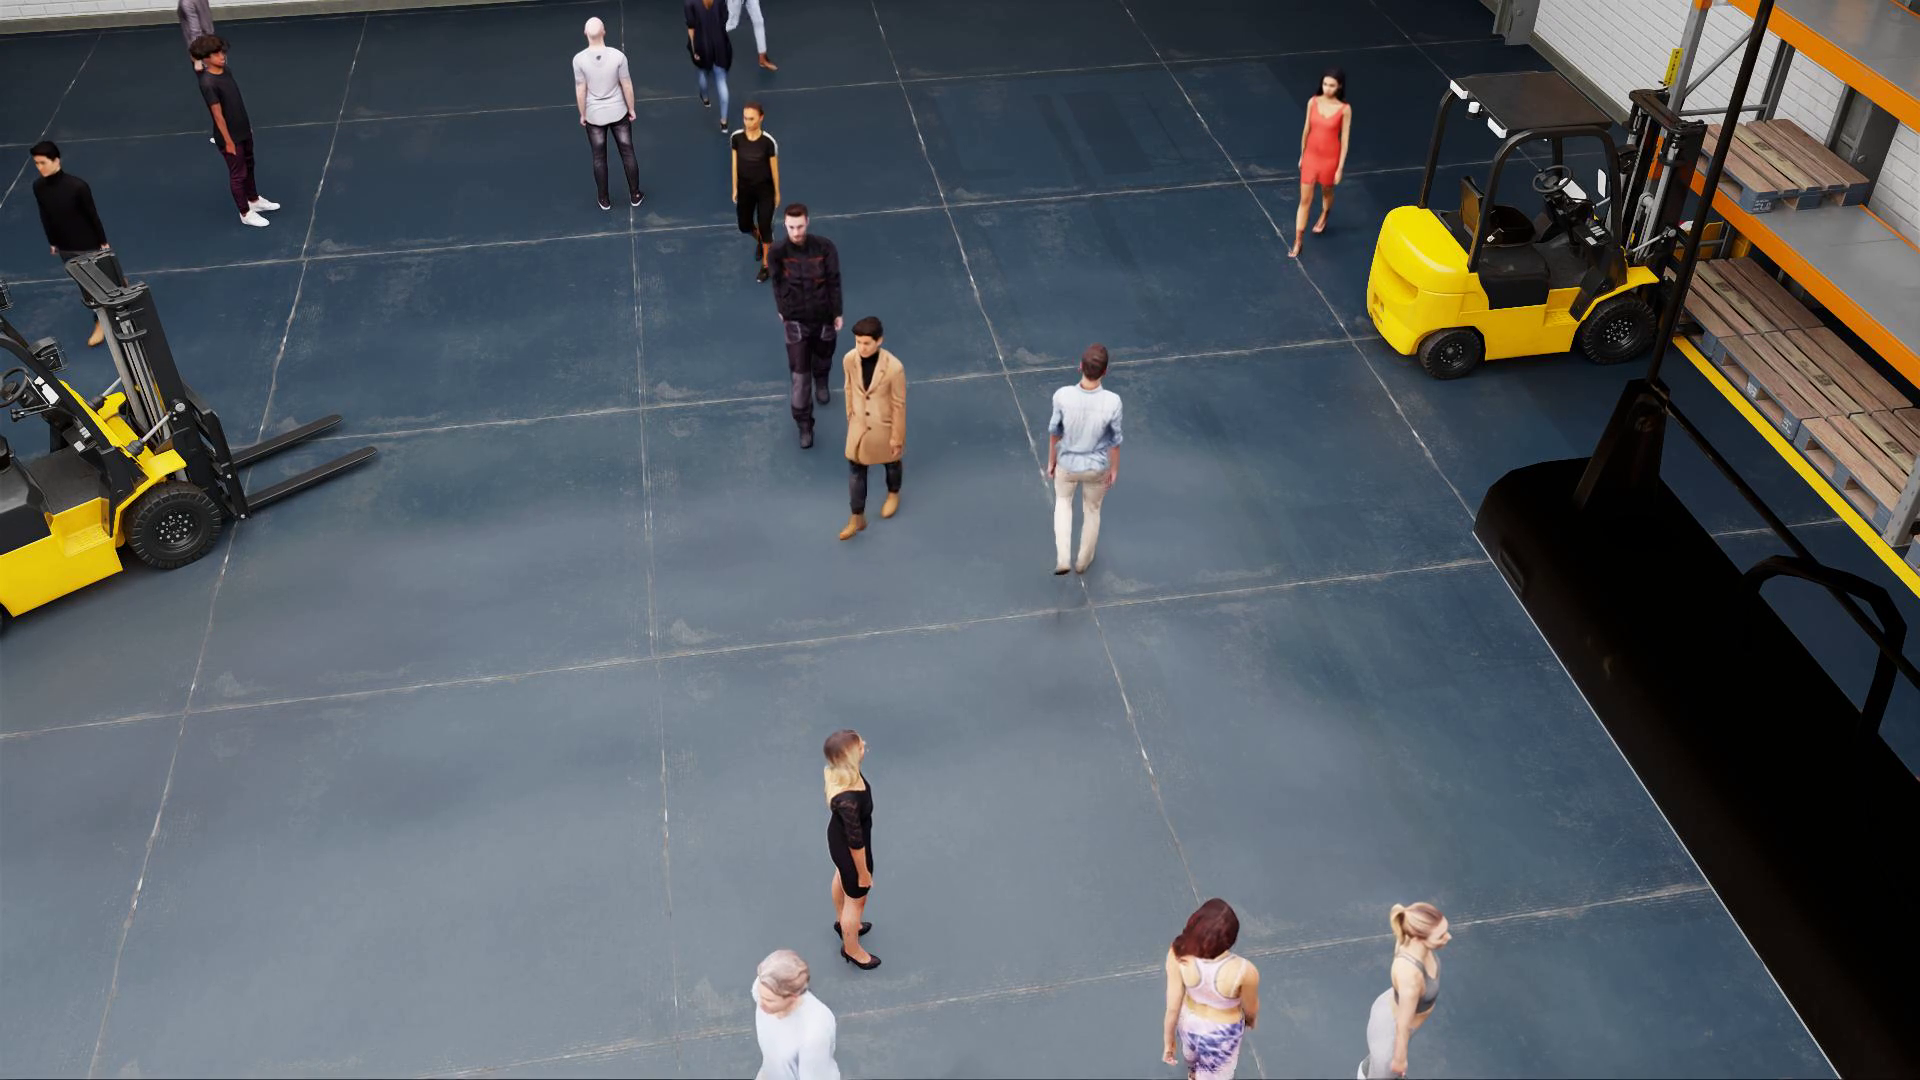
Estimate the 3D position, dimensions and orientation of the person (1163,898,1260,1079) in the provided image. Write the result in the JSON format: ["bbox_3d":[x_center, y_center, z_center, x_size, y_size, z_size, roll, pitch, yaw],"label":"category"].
[{"bbox_3d":[1.115,2.383,7.666,1.069,1.720,1.282,16,41,19],"label":"person"}]

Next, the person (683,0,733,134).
[{"bbox_3d":[-2.511,-4.949,16.918,0.723,1.632,1.127,-11,40,-13],"label":"person"}]

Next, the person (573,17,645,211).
[{"bbox_3d":[-3.308,-3.990,15.553,0.677,1.837,0.575,-8,39,-10],"label":"person"}]

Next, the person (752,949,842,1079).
[{"bbox_3d":[-0.639,2.424,7.516,1.145,1.843,1.239,-28,46,-31],"label":"person"}]

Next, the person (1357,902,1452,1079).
[{"bbox_3d":[2.035,2.282,7.806,0.703,1.702,0.607,11,40,13],"label":"person"}]

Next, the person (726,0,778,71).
[{"bbox_3d":[-2.474,-6.034,18.146,1.199,1.794,1.179,19,42,22],"label":"person"}]

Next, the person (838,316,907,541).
[{"bbox_3d":[-0.546,-0.878,11.765,0.967,1.701,1.081,15,41,18],"label":"person"}]

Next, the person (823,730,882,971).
[{"bbox_3d":[-0.573,1.600,8.682,0.619,1.676,0.402,-8,39,-10],"label":"person"}]

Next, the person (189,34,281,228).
[{"bbox_3d":[-6.731,-3.804,15.363,0.714,1.783,0.569,0,39,0],"label":"person"}]

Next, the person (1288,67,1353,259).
[{"bbox_3d":[3.299,-3.441,14.999,1.040,1.670,1.184,19,42,22],"label":"person"}]

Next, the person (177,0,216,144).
[{"bbox_3d":[-7.583,-4.927,16.715,0.749,1.850,0.494,-3,39,-4],"label":"person"}]

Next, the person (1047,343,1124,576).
[{"bbox_3d":[0.807,-0.453,11.125,0.814,1.834,0.920,7,39,9],"label":"person"}]

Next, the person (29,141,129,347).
[{"bbox_3d":[-7.297,-2.521,13.820,0.880,1.703,1.094,6,39,8],"label":"person"}]

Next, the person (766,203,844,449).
[{"bbox_3d":[-1.146,-1.738,12.704,0.697,1.872,1.187,-5,39,-6],"label":"person"}]

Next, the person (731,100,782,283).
[{"bbox_3d":[-1.754,-3.098,14.580,0.752,1.656,0.828,11,40,13],"label":"person"}]
